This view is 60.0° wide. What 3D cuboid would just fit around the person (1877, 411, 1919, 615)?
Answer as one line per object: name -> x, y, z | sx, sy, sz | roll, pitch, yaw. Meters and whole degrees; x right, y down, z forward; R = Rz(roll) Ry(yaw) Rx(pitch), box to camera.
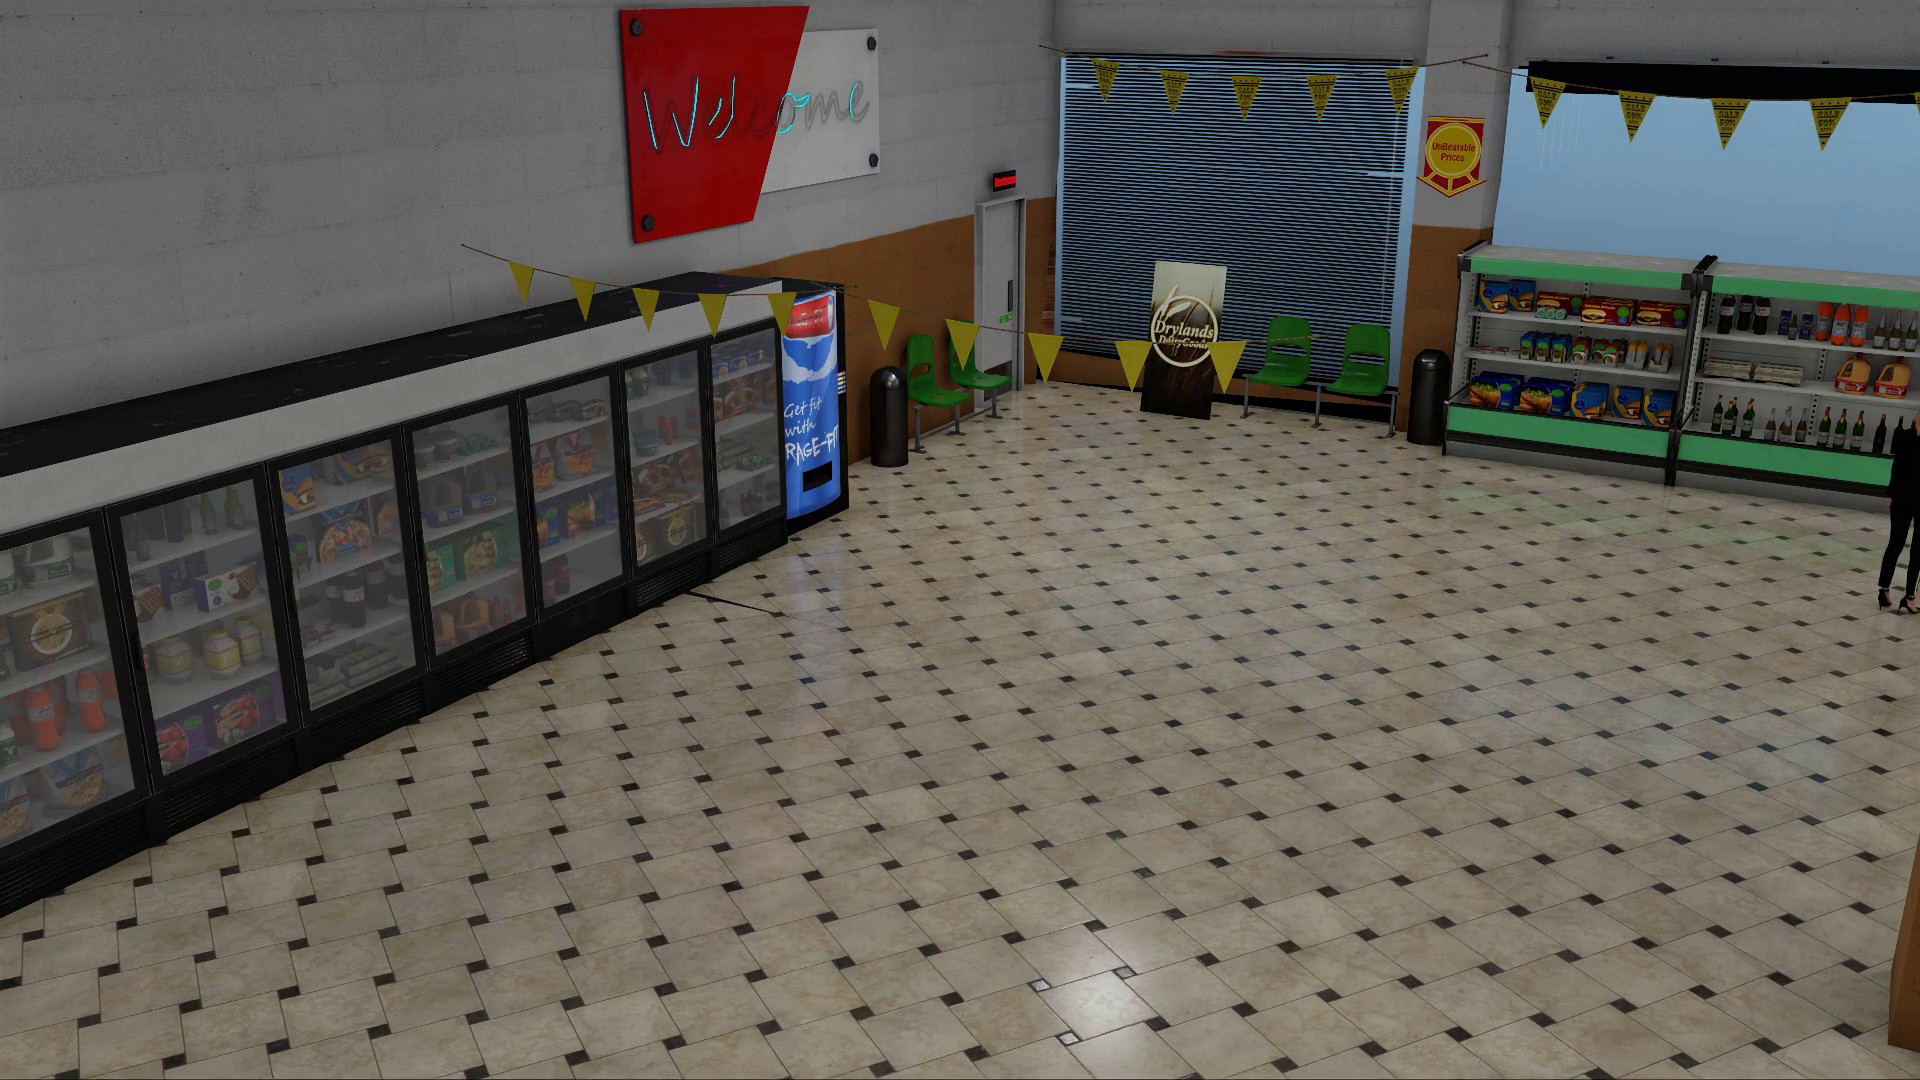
person -> 7.292, -0.266, 12.696 | 0.757, 1.706, 0.617 | -13, 23, -34
